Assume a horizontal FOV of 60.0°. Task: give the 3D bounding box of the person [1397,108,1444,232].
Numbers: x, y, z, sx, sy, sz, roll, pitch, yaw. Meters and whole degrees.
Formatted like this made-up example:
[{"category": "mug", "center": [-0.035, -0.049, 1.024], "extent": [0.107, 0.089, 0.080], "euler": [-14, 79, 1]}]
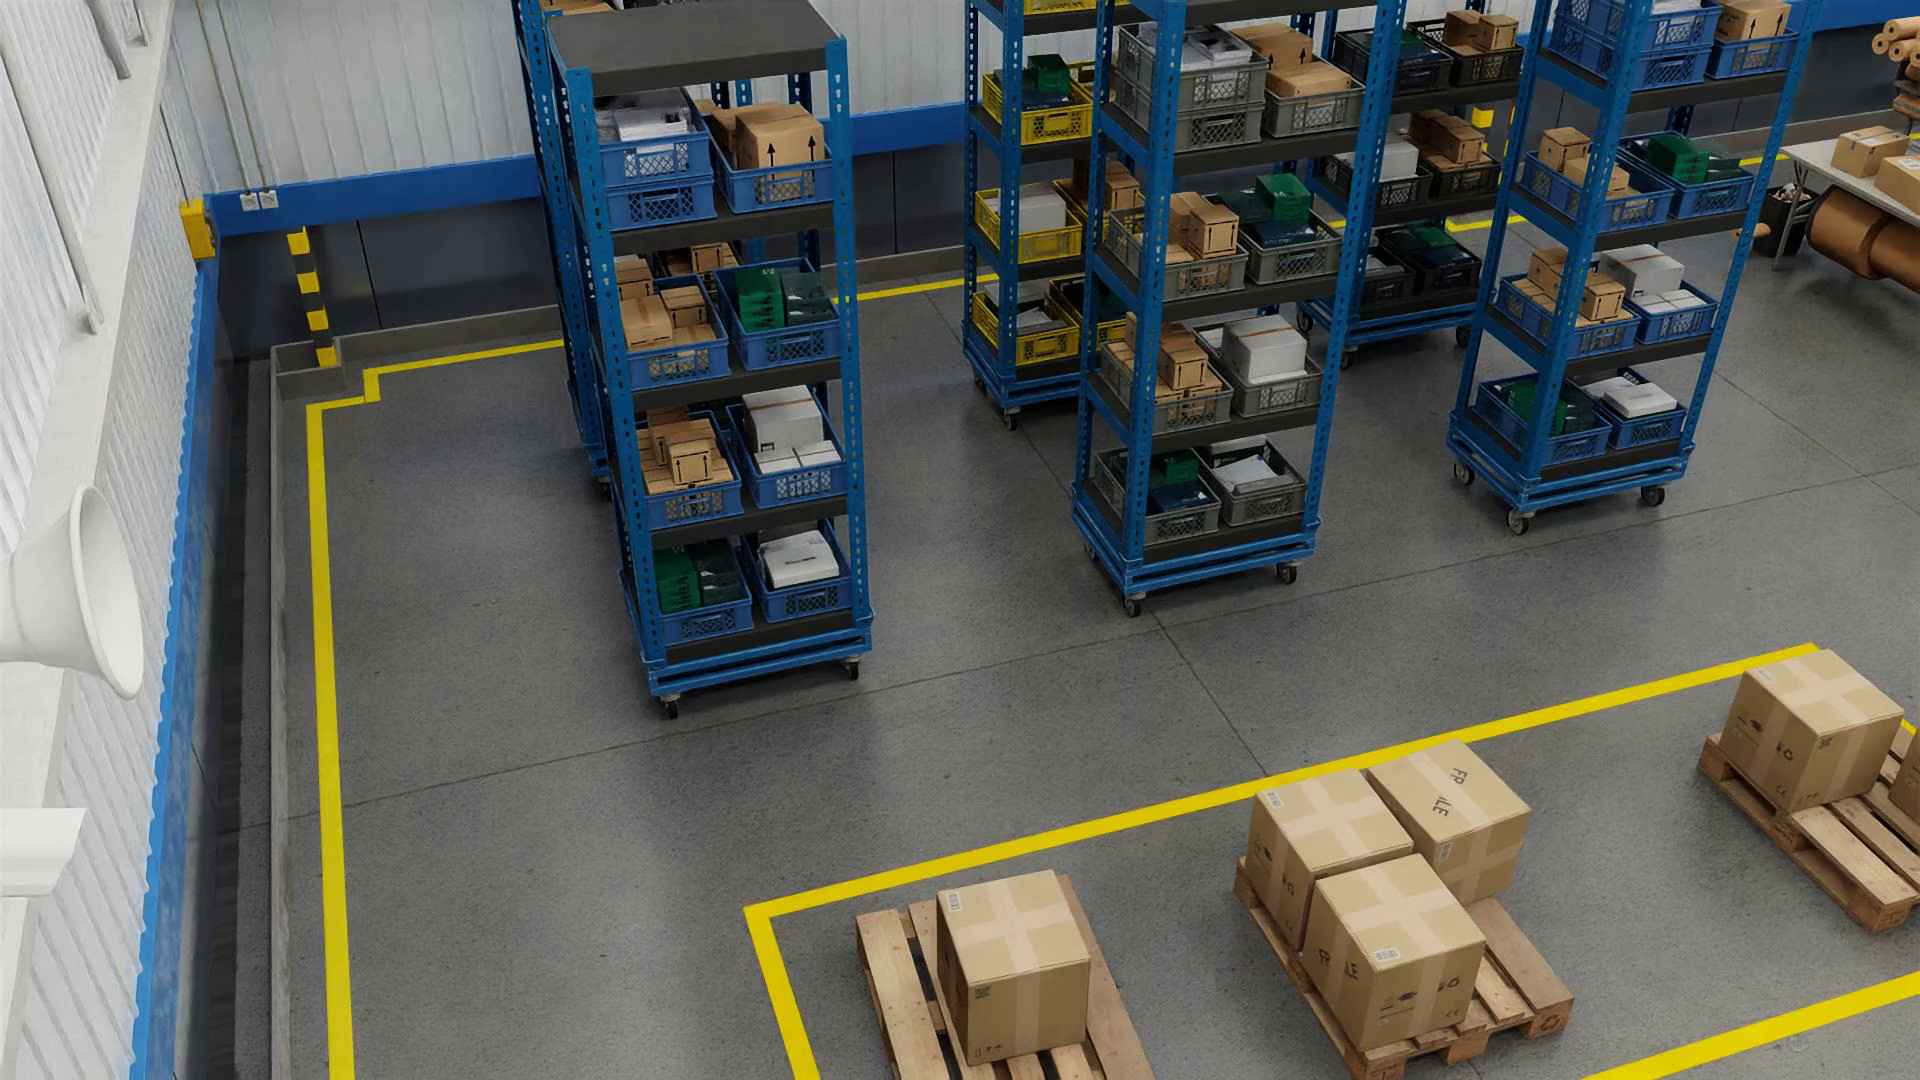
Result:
[{"category": "person", "center": [3.435, -2.625, 12.517], "extent": [0.527, 1.713, 0.914], "euler": [-8, 36, -11]}]
